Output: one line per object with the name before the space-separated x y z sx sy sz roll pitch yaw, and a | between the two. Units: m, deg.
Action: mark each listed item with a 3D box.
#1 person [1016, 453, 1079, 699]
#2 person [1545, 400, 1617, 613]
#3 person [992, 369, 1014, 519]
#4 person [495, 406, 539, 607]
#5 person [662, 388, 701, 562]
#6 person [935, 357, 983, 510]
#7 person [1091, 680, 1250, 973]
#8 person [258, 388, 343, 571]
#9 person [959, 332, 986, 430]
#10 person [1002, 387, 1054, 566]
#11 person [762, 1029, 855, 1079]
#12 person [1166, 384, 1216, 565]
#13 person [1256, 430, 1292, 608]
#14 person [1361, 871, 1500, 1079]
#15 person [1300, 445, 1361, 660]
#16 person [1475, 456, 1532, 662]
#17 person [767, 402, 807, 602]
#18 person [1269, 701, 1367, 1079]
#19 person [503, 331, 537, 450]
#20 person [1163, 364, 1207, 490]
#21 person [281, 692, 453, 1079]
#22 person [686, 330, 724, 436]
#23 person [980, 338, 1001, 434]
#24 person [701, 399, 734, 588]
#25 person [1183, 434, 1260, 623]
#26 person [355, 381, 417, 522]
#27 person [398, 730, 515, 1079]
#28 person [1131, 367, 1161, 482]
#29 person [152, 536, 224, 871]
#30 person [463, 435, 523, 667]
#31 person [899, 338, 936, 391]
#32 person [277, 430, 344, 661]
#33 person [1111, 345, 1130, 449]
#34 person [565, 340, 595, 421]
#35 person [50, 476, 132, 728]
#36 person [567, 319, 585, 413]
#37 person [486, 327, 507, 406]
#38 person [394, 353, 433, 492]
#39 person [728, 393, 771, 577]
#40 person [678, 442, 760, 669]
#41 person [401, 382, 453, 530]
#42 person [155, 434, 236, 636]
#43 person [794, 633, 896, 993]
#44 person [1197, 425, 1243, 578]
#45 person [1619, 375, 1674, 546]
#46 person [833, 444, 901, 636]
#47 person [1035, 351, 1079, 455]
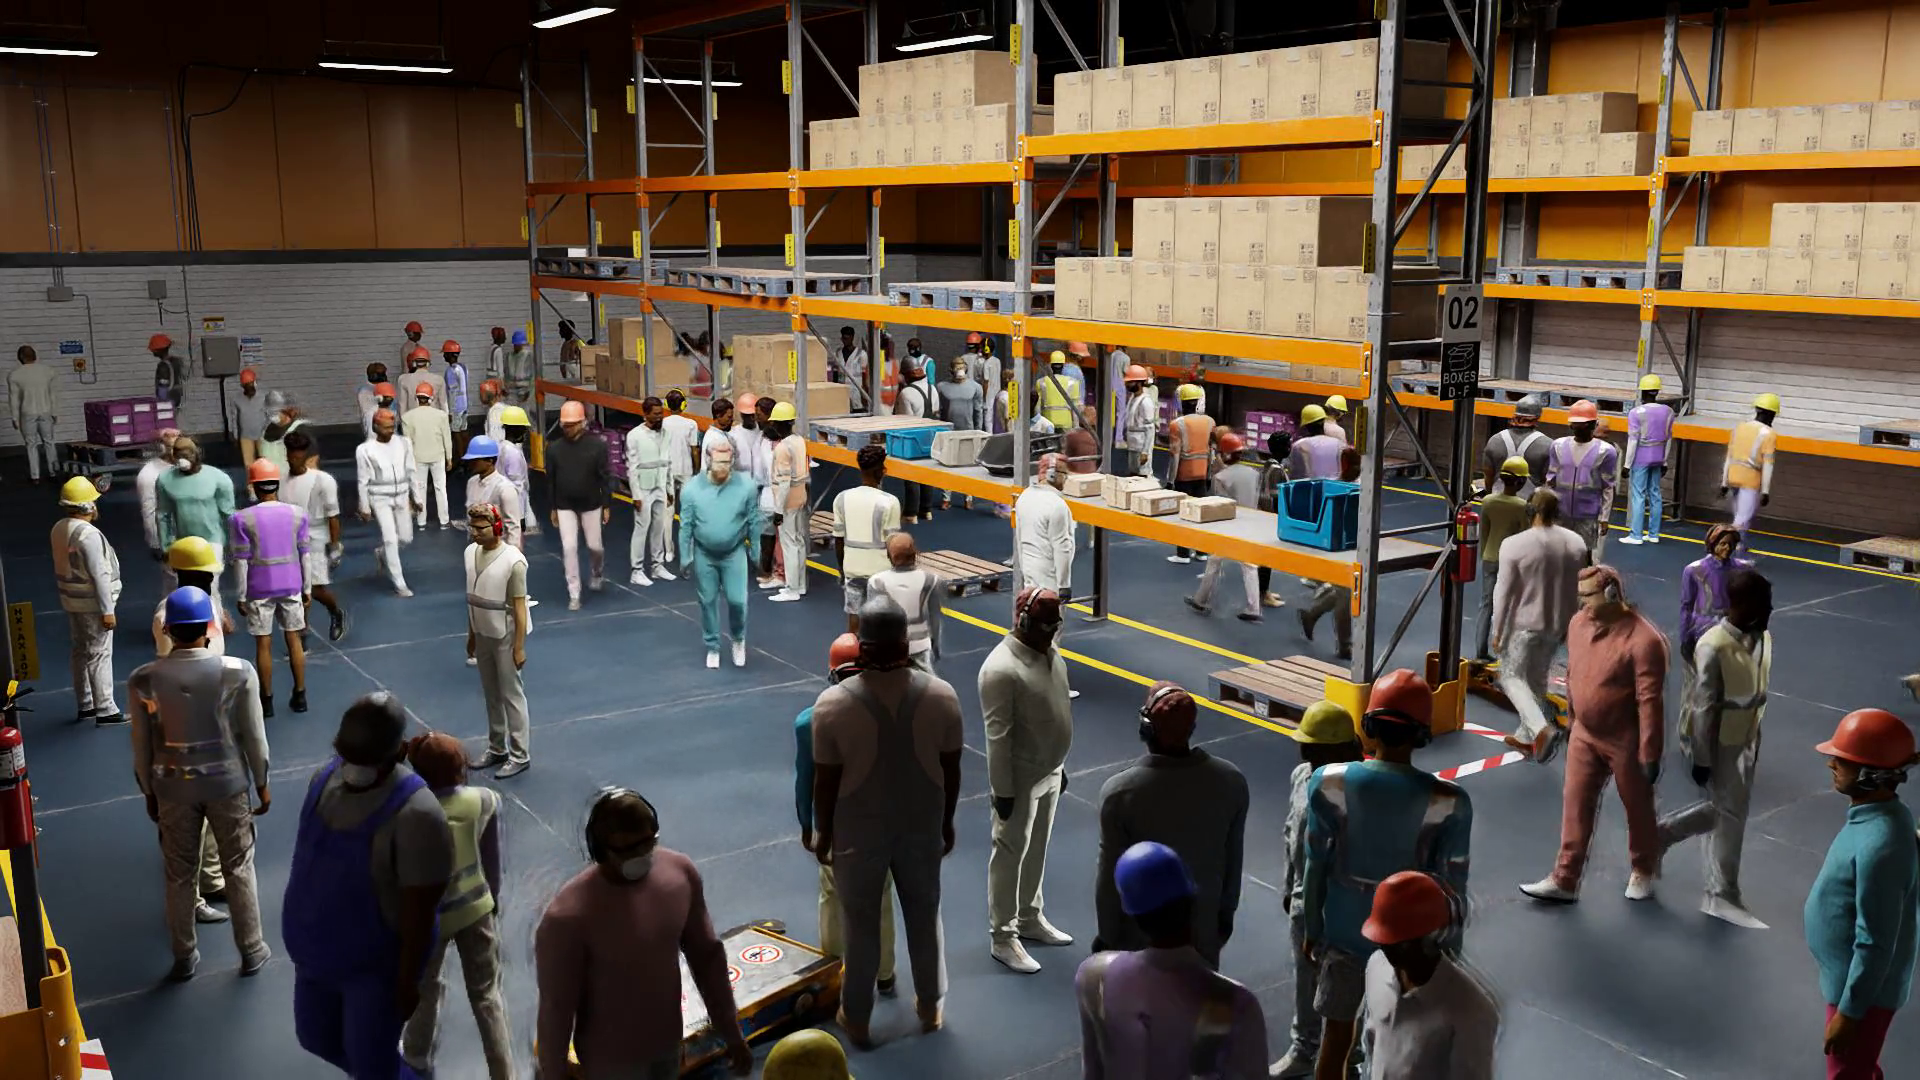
person | 0.692 0.271 12.825 0.403 1.900 0.652 -5 12 -26
person | 5.627 -0.261 15.179 0.604 2.044 0.375 8 13 34
person | 0.568 -1.184 20.432 0.351 1.839 0.506 -2 11 -11
person | -4.221 -0.309 15.764 0.395 1.919 0.582 -5 12 -23
person | -3.022 -0.692 17.836 0.526 1.871 0.324 1 11 3
person | -0.026 -1.337 20.955 0.636 1.939 0.362 1 11 3
person | 0.806 1.486 6.580 0.643 1.913 0.411 -4 12 -21
person | -6.695 -0.558 16.710 0.686 2.000 0.731 7 13 30
person | 0.202 -2.207 25.445 0.543 1.929 0.387 9 14 37
person | 0.727 -0.656 17.519 0.591 1.922 0.390 9 14 39
person | -0.401 2.046 4.181 0.489 1.730 0.324 9 14 39
person | 2.441 -0.702 17.744 0.594 1.922 0.386 -6 13 -29
person | 2.978 -0.207 15.819 0.322 1.690 0.533 1 11 3
person | 1.521 1.838 5.260 0.627 1.724 0.581 -6 12 -27
person | 3.185 0.079 14.048 0.565 1.815 0.767 -8 14 -36
person | 4.474 0.190 13.606 0.341 1.760 0.525 -7 13 -32
person | -1.667 -0.366 16.016 0.368 1.926 0.594 2 11 12
person | 1.514 1.506 6.916 0.314 1.741 0.487 -7 13 -32
person | -6.885 -2.336 26.119 0.633 1.912 0.624 3 11 15
person | 2.928 -1.383 21.506 0.639 1.820 0.564 8 14 36
person | -2.226 1.488 6.237 0.753 2.000 0.606 8 13 35
person | -3.820 -2.140 24.806 0.694 2.000 0.749 -10 15 -43
person | 0.448 -2.129 25.220 0.333 1.860 0.510 5 12 25
person | -2.408 -0.460 16.560 0.399 1.906 0.599 -1 11 -4
person | 2.476 -0.120 15.313 0.577 1.707 0.869 -7 13 -32
person | -6.975 -1.066 20.134 0.837 1.719 0.566 5 12 24
person | -2.130 1.571 6.965 0.536 1.592 0.876 -10 15 -41
person | 2.571 -1.596 23.096 0.508 1.624 0.278 -9 14 -40
person | -4.323 0.921 9.462 0.390 1.918 0.589 -1 11 -4
person | -3.800 0.112 13.517 0.605 1.948 0.404 9 14 39
person | -0.693 -2.168 25.462 0.636 1.840 0.429 6 13 29
person | -5.500 0.023 13.999 0.643 1.941 0.576 2 11 8
person | 2.535 -2.363 26.488 0.357 1.835 0.516 -8 14 -37
person | -5.910 -2.257 26.104 0.525 1.771 0.305 0 11 2
person | -6.309 0.447 12.085 0.600 1.836 0.404 8 14 37
person | -6.639 -2.817 28.561 0.375 1.933 0.625 0 11 -2
person | -7.619 -2.568 27.432 0.361 1.877 0.583 -6 13 -30
person | -7.341 -1.569 22.320 0.667 1.878 0.358 6 12 27
person | -2.118 -0.536 16.903 0.546 1.927 0.407 -3 11 -14
person | -1.962 0.132 13.578 0.662 1.886 0.481 -1 11 -7
person | -6.275 -0.988 19.643 0.560 1.752 0.324 -2 11 -10
person | -6.416 0.022 14.101 0.668 1.909 0.774 0 11 0
person | -0.504 1.304 7.943 0.565 1.743 0.352 0 11 -1
person | 2.720 -0.378 16.912 0.514 1.615 0.517 2 11 9
person | 7.720 -0.898 18.741 0.594 1.924 0.379 -4 12 -19
person | -0.689 0.238 12.821 0.603 1.966 0.372 7 13 31
person | 1.285 -1.552 22.122 0.584 1.918 0.408 1 11 3
